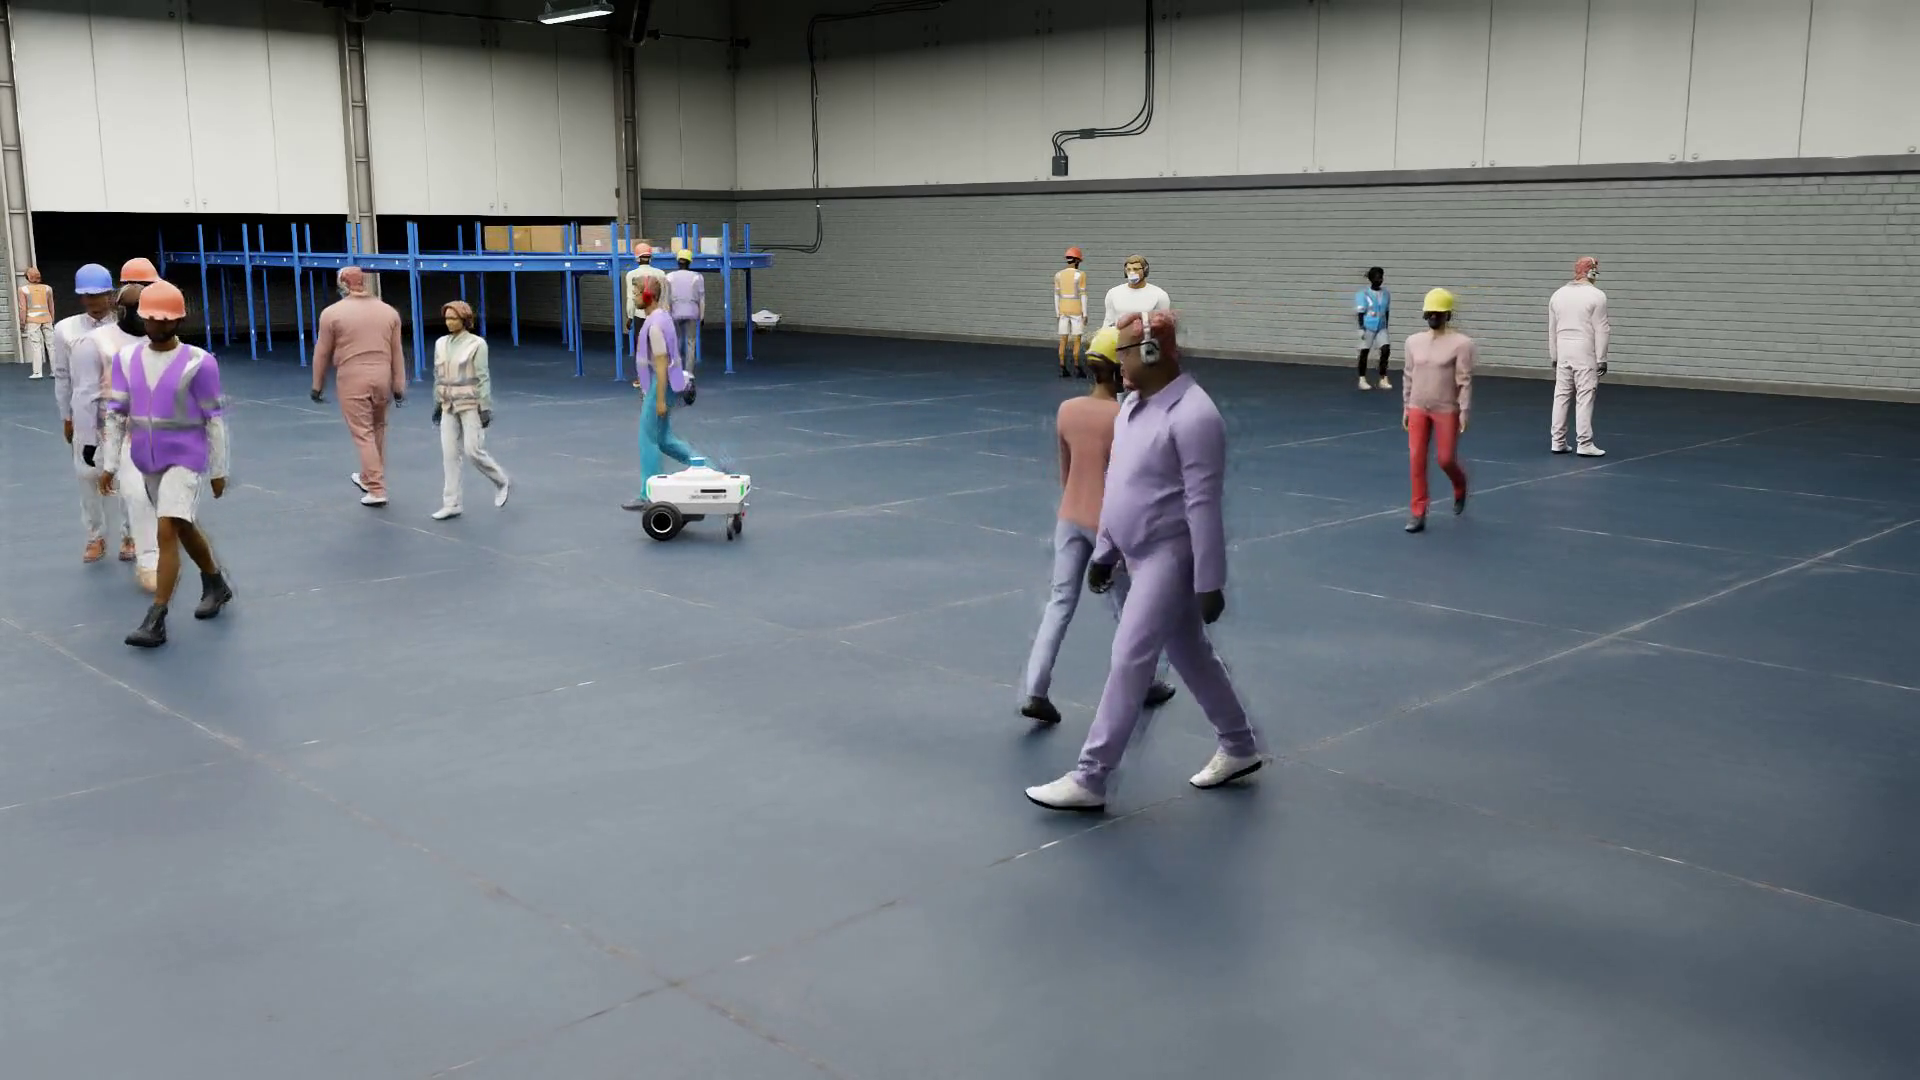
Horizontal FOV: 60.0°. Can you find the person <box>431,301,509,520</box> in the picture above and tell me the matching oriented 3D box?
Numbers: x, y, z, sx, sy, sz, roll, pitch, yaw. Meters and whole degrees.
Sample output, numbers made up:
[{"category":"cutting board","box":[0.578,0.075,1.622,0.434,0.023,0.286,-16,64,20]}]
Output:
[{"category":"person","box":[-3.738,-0.985,12.527,0.531,1.631,0.527,6,12,29]}]

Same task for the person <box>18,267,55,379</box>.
[{"category":"person","box":[-13.624,-3.202,24.578,0.314,1.642,0.514,7,13,34]}]

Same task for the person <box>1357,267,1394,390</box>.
[{"category":"person","box":[5.664,-2.861,22.600,0.559,1.668,0.688,-4,11,-19]}]

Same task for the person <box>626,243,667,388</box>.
[{"category":"person","box":[-4.386,-3.141,23.275,0.608,1.996,0.381,-8,13,-36]}]

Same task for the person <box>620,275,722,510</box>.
[{"category":"person","box":[-2.275,-1.147,12.923,0.703,1.822,0.569,-1,10,-5]}]

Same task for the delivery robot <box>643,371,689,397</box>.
[{"category":"delivery robot","box":[-3.671,-1.984,20.762,0.477,0.478,0.707,3,11,16]}]

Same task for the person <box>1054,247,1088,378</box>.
[{"category":"person","box":[1.683,-3.404,24.896,0.542,1.928,0.375,7,12,33]}]

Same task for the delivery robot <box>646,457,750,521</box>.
[{"category":"delivery robot","box":[-1.853,-0.344,11.817,0.707,0.478,0.477,0,10,-1]}]

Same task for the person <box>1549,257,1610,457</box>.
[{"category":"person","box":[5.985,-1.766,16.040,0.408,1.903,0.638,-6,12,-31]}]

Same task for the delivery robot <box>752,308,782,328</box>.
[{"category":"delivery robot","box":[-4.257,-4.823,36.243,0.707,0.478,0.477,1,11,7]}]

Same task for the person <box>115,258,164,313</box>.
[{"category":"person","box":[-6.225,-1.179,12.734,0.374,1.939,0.545,-2,11,-10]}]

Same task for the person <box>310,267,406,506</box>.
[{"category":"person","box":[-4.811,-1.227,13.225,0.934,1.856,0.638,9,14,40]}]

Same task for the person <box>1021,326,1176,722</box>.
[{"category":"person","box":[0.596,-0.068,7.269,0.534,1.725,0.896,9,14,41]}]

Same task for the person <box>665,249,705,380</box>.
[{"category":"person","box":[-4.018,-3.292,24.348,0.601,1.903,0.464,-1,10,-3]}]

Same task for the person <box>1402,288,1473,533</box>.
[{"category":"person","box":[3.461,-0.948,12.019,0.522,1.748,0.618,8,13,38]}]

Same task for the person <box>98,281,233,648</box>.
[{"category":"person","box":[-4.198,-0.438,8.880,0.555,1.885,1.034,1,10,8]}]

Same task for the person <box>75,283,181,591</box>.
[{"category":"person","box":[-4.823,-0.607,9.934,0.725,1.818,0.662,7,13,35]}]

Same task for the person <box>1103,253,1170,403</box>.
[{"category":"person","box":[1.637,-1.700,15.579,0.627,1.940,0.372,3,11,18]}]

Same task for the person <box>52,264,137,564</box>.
[{"category":"person","box":[-5.487,-0.799,10.712,0.611,1.926,0.657,-4,11,-22]}]

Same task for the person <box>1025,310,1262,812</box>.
[{"category":"person","box":[0.743,0.071,6.214,1.016,1.851,0.656,-3,11,-15]}]
